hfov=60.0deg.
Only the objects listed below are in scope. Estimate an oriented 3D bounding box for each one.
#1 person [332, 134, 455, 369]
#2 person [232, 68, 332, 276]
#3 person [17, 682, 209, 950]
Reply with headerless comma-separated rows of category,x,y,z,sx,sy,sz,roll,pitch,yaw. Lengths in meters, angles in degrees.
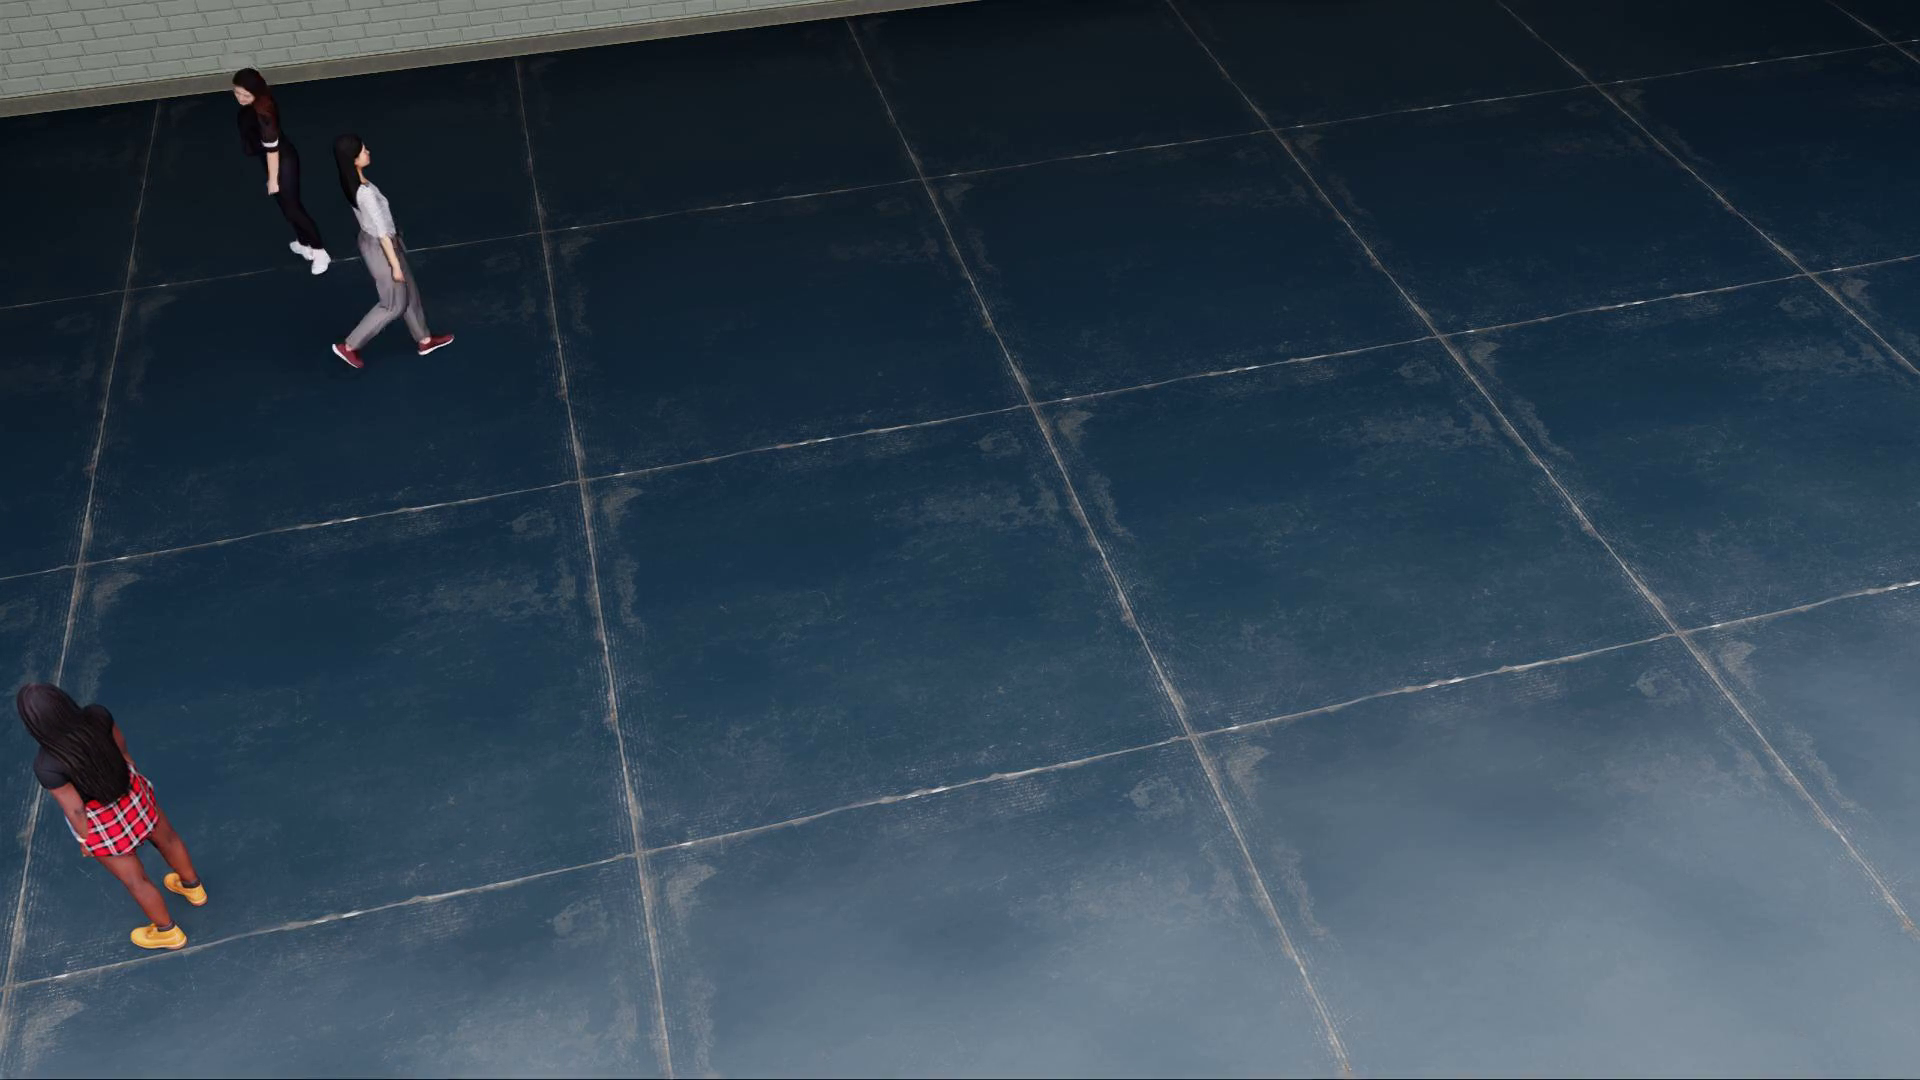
person,-3.889,-1.851,10.914,0.881,1.712,1.045,-25,48,-24
person,-4.879,-2.704,11.903,0.788,1.610,0.555,-5,43,-5
person,-3.858,1.244,7.591,0.780,1.725,0.684,9,44,10
